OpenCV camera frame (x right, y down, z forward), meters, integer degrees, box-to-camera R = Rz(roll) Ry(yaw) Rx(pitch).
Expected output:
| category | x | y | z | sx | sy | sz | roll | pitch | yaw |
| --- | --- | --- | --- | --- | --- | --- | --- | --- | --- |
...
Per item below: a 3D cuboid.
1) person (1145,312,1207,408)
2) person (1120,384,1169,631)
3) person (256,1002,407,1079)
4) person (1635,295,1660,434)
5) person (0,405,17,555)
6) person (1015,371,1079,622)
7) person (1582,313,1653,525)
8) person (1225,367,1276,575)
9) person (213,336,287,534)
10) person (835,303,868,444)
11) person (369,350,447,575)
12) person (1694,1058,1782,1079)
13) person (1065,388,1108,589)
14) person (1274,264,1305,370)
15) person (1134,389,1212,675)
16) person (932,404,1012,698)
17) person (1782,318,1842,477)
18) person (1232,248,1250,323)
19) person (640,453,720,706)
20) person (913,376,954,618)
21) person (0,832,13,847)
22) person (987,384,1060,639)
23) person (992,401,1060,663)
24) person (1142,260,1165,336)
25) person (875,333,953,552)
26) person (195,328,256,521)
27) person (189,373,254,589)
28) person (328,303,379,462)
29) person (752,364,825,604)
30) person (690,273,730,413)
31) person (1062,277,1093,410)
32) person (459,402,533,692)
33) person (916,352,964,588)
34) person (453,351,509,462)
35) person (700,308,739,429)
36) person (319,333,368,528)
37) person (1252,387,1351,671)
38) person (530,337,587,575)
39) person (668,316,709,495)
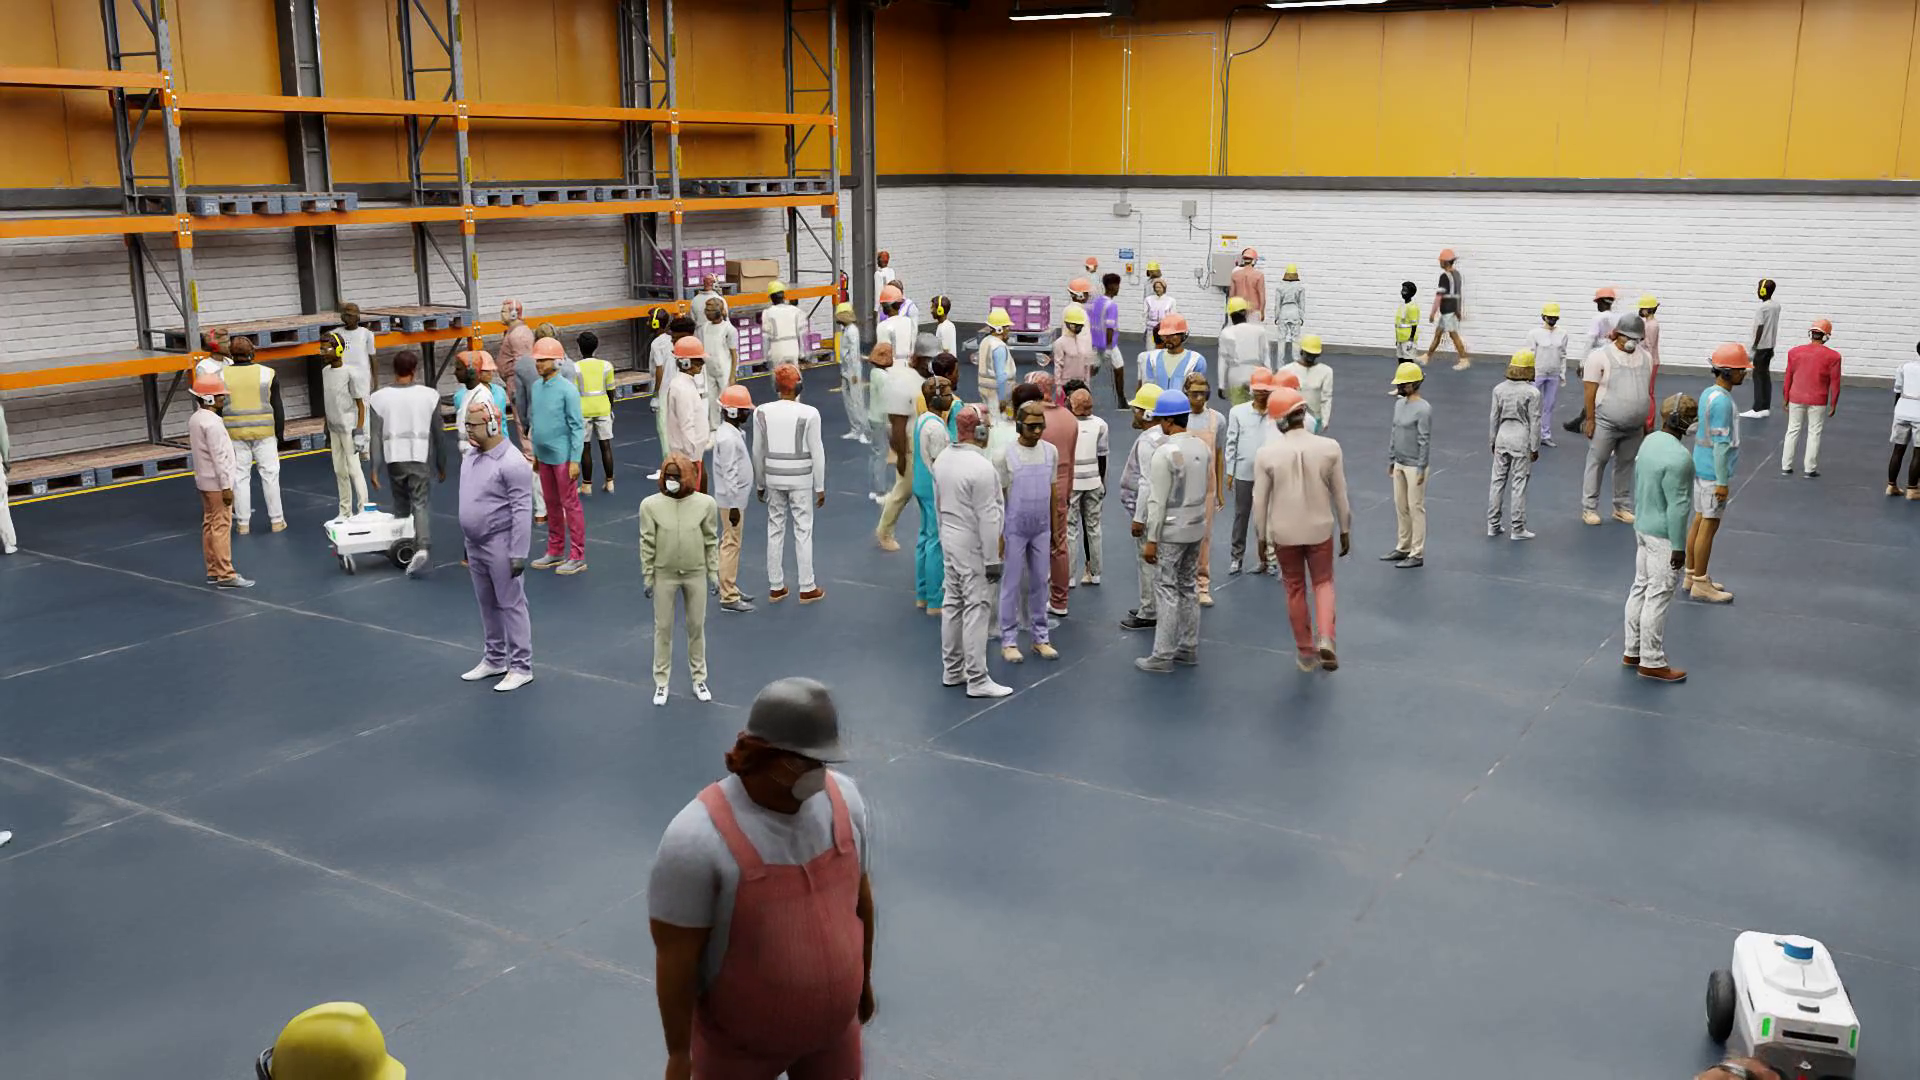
| category | x | y | z | sx | sy | sz | roll | pitch | yaw |
| --- | --- | --- | --- | --- | --- | --- | --- | --- | --- |
| person | 1.992 | -1.113 | 15.627 | 0.616 | 2.041 | 0.380 | 7 | 15 | 29 |
| person | 1.385 | -0.244 | 12.310 | 0.404 | 1.837 | 0.592 | 4 | 14 | 19 |
| person | -1.317 | 1.812 | 3.572 | 0.340 | 1.761 | 0.526 | -1 | 13 | -3 |
| person | 8.675 | -2.222 | 21.070 | 0.349 | 1.758 | 0.522 | 3 | 13 | 14 |
| person | -8.557 | -0.650 | 14.497 | 0.514 | 1.644 | 0.314 | -9 | 16 | -34 |
| person | 0.599 | -0.319 | 12.497 | 0.403 | 1.899 | 0.651 | 11 | 17 | 40 |
| person | 6.287 | -1.154 | 15.813 | 0.674 | 2.000 | 0.535 | -2 | 13 | -10 |
| person | 2.498 | -0.574 | 13.923 | 0.561 | 1.752 | 0.326 | 2 | 13 | 8 |
| person | -6.596 | -0.970 | 15.453 | 0.627 | 1.844 | 0.429 | -5 | 14 | -21 |
| person | -1.329 | -2.040 | 20.422 | 0.326 | 1.695 | 0.719 | -4 | 14 | -16 |
| person | -4.652 | -0.651 | 14.030 | 0.632 | 1.881 | 0.859 | -3 | 13 | -11 |
| person | 1.690 | 1.858 | 3.679 | 0.524 | 1.625 | 0.499 | 10 | 16 | 37 |
| person | 0.968 | -0.420 | 13.509 | 0.523 | 1.638 | 0.310 | -6 | 14 | -23 |
| person | 5.419 | -3.668 | 27.367 | 0.493 | 1.743 | 0.298 | 2 | 13 | 10 |
| person | 1.457 | -0.054 | 11.290 | 0.420 | 1.933 | 0.618 | 11 | 17 | 39 |
| person | 0.091 | 0.069 | 10.806 | 0.404 | 1.907 | 0.636 | -7 | 15 | -29 |
| person | 9.319 | -1.554 | 18.211 | 0.574 | 1.739 | 0.350 | 11 | 17 | 39 |
| person | 4.899 | -4.064 | 28.703 | 0.371 | 1.916 | 0.597 | -8 | 15 | -31 |
| person | -1.783 | 0.245 | 10.638 | 0.501 | 1.631 | 0.285 | -3 | 13 | -14 |
| person | -0.181 | -0.330 | 12.668 | 0.346 | 1.846 | 0.505 | -4 | 14 | -17 |
| person | -5.269 | 0.750 | 7.947 | 0.600 | 1.870 | 1.043 | 10 | 17 | 38 |
| person | 0.480 | -0.194 | 11.991 | 0.811 | 1.878 | 0.612 | -3 | 13 | -13 |
| person | 0.463 | -0.057 | 11.509 | 0.504 | 1.838 | 0.357 | -6 | 14 | -26 |
| person | 3.295 | -3.903 | 28.415 | 0.344 | 1.738 | 0.485 | -9 | 16 | -35 |
| person | -0.374 | -0.854 | 14.512 | 0.692 | 2.000 | 1.000 | -11 | 17 | -41 |
| person | -7.147 | -1.124 | 16.099 | 0.374 | 1.848 | 0.573 | 1 | 13 | 4 |
| person | -6.035 | -0.482 | 13.523 | 0.324 | 1.752 | 0.562 | -11 | 17 | -39 |
| person | -7.003 | -1.807 | 19.131 | 0.618 | 1.831 | 0.427 | -2 | 13 | -10 |
| person | -1.333 | -0.435 | 13.034 | 0.581 | 1.883 | 0.339 | 4 | 14 | 17 |
| person | -3.369 | -2.689 | 22.762 | 0.642 | 1.909 | 0.410 | 8 | 15 | 32 |
| person | 1.466 | -2.267 | 20.740 | 0.377 | 1.995 | 0.612 | -5 | 14 | -20 |
| person | -3.079 | 0.037 | 10.941 | 0.651 | 1.907 | 0.409 | 11 | 17 | 40 |
| person | -0.144 | -0.567 | 13.535 | 0.392 | 1.919 | 0.592 | -9 | 16 | -35 |
| person | -4.292 | -0.839 | 15.066 | 0.338 | 1.754 | 0.564 | 9 | 15 | 33 |
| person | -3.023 | -2.128 | 20.907 | 0.511 | 1.644 | 0.307 | 2 | 13 | 7 |
| person | -5.774 | -1.008 | 15.557 | 0.533 | 1.868 | 0.310 | 8 | 15 | 31 |
| person | 2.288 | -0.041 | 11.176 | 0.674 | 1.952 | 0.550 | 1 | 13 | 3 |
| person | -3.397 | -0.706 | 13.962 | 0.614 | 1.995 | 0.387 | 12 | 17 | 41 |
| person | -2.621 | -1.190 | 16.133 | 0.362 | 1.962 | 0.613 | -3 | 13 | -13 |
